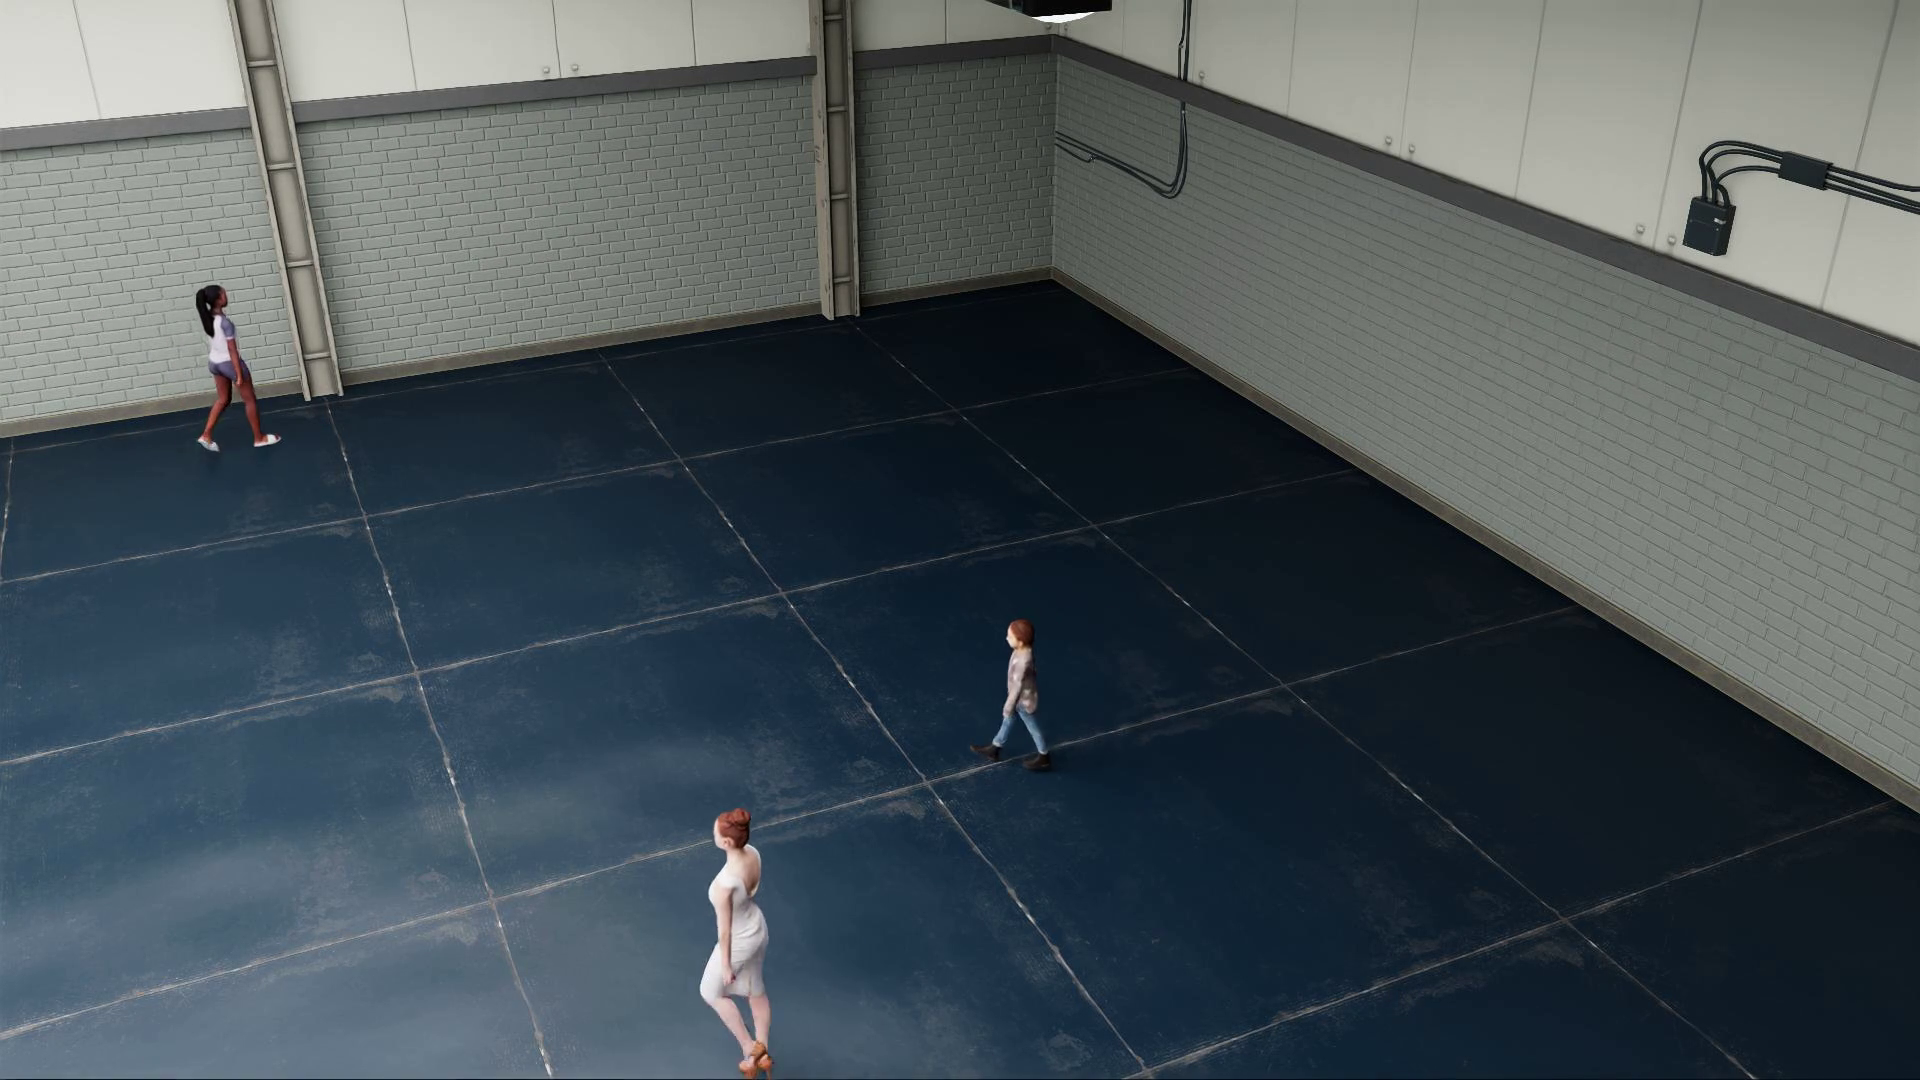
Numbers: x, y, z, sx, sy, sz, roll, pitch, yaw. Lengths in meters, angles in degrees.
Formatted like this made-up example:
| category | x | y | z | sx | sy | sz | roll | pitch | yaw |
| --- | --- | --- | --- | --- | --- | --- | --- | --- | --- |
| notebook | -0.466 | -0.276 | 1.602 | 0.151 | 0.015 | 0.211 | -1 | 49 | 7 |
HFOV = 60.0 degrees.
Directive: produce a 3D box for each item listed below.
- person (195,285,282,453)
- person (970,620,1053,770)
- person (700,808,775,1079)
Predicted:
| category | x | y | z | sx | sy | sz | roll | pitch | yaw |
| --- | --- | --- | --- | --- | --- | --- | --- | --- | --- |
| person | -7.214 | -1.662 | 16.258 | 0.921 | 1.711 | 1.082 | 19 | 33 | 32 |
| person | 0.490 | 1.096 | 11.500 | 0.879 | 1.163 | 0.723 | 1 | 27 | 3 |
| person | -1.063 | 2.171 | 8.737 | 0.762 | 1.783 | 0.697 | 11 | 29 | 21 |
